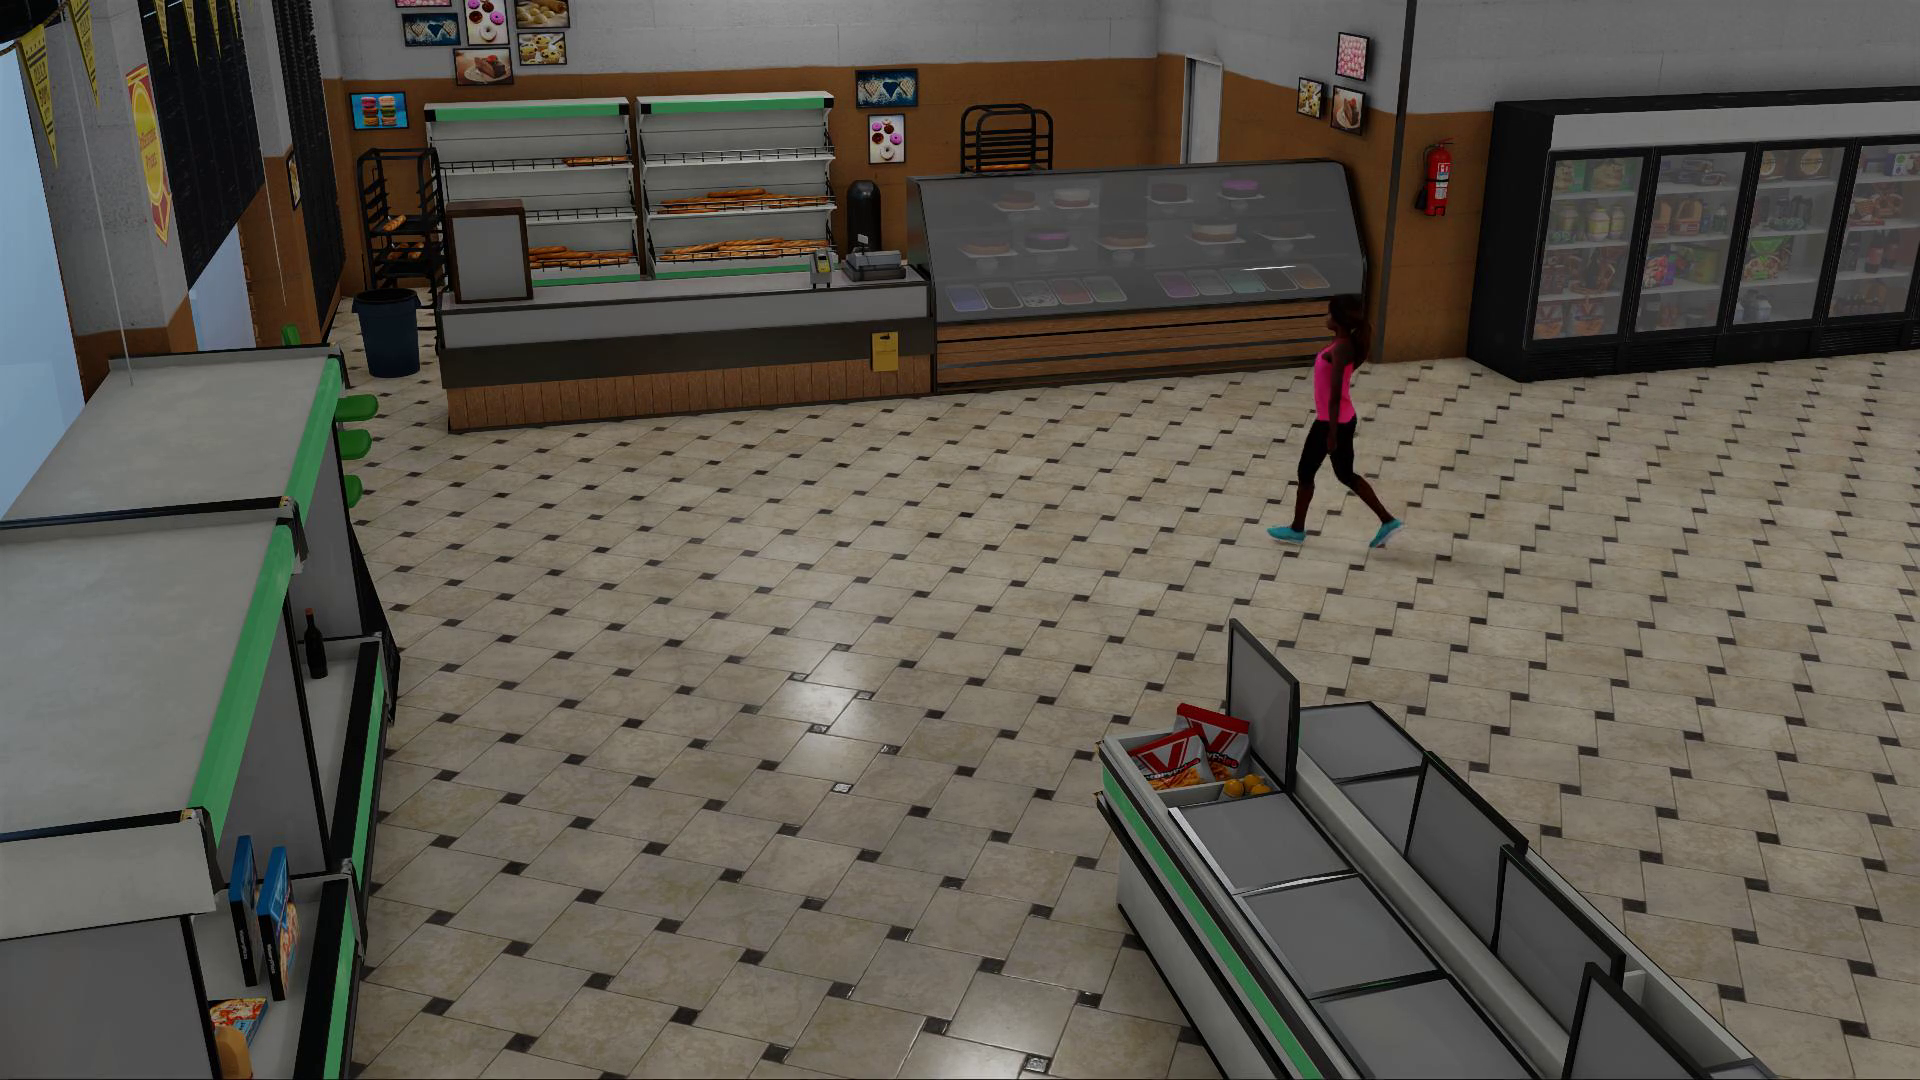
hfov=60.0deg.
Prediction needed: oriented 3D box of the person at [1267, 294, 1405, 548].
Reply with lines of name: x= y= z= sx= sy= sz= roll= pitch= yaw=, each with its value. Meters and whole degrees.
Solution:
person: x=2.490 y=-0.714 z=10.674 sx=1.096 sy=1.693 sz=1.072 roll=11 pitch=24 yaw=25
